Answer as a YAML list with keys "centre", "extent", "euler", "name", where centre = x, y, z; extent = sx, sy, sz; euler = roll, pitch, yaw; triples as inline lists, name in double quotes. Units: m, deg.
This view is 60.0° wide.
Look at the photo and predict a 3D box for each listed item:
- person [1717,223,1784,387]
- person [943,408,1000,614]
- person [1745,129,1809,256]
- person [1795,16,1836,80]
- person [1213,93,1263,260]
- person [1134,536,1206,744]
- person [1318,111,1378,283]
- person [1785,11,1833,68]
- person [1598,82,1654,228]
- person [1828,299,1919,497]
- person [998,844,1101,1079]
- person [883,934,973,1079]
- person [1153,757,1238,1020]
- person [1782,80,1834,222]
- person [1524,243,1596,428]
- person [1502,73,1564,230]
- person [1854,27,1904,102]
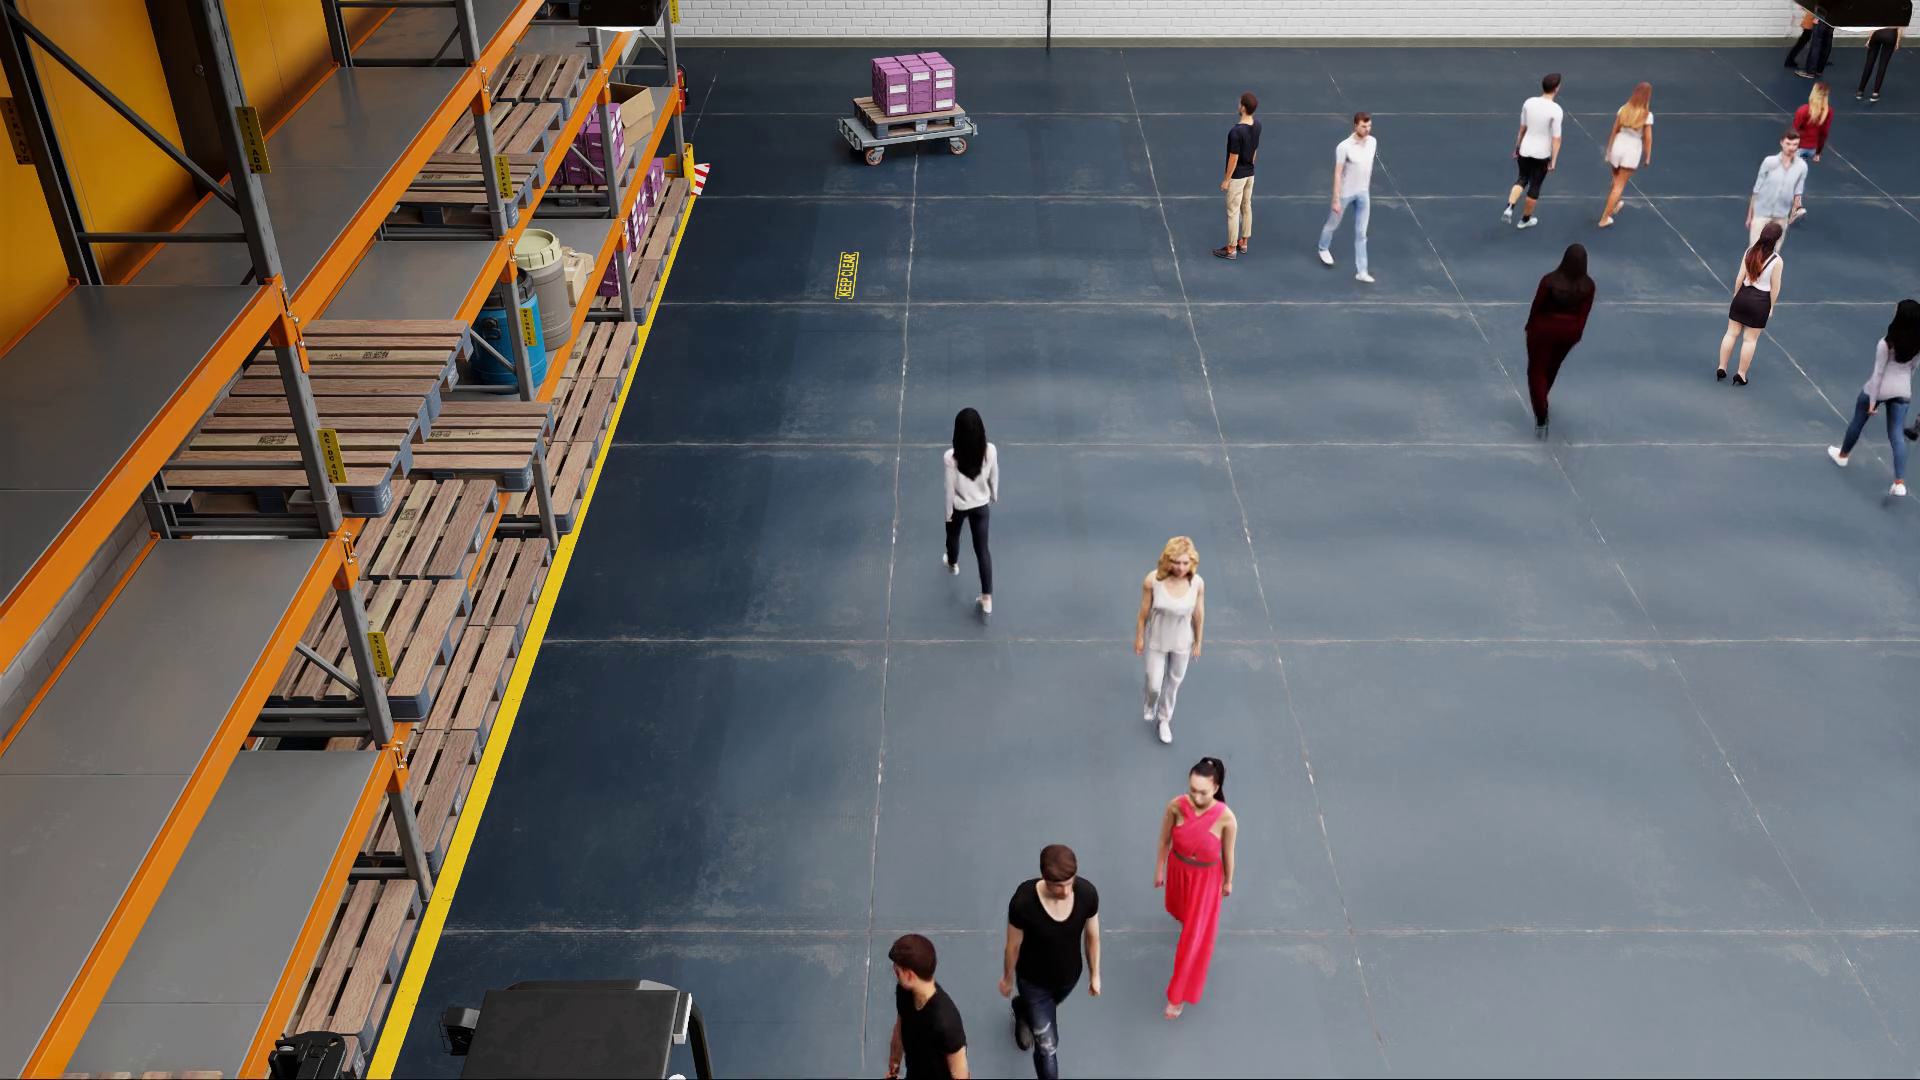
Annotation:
- centre: [7.592, -2.260, 15.954]
  extent: [0.690, 1.649, 0.626]
  euler: [-28, 43, -35]
  name: "person"
- centre: [0.103, -0.207, 12.857]
  extent: [0.880, 1.657, 1.212]
  euler: [-11, 35, -16]
  name: "person"
- centre: [8.564, -3.467, 17.603]
  extent: [0.775, 1.834, 0.945]
  euler: [8, 34, 11]
  name: "person"
- centre: [12.407, -7.542, 23.747]
  extent: [0.748, 1.819, 0.753]
  euler: [-19, 38, -26]
  name: "person"
- centre: [3.116, -4.039, 18.441]
  extent: [0.753, 1.859, 0.692]
  euler: [29, 43, 36]
  name: "person"
- centre: [1.452, 0.635, 11.585]
  extent: [0.605, 1.663, 0.616]
  euler: [0, 34, 1]
  name: "person"
- centre: [4.195, -3.766, 18.081]
  extent: [0.961, 1.802, 1.300]
  euler: [-11, 35, -16]
  name: "person"
- centre: [12.339, -7.622, 23.991]
  extent: [0.854, 1.681, 0.879]
  euler: [-1, 34, -1]
  name: "person"
- centre: [7.625, -4.406, 19.166]
  extent: [1.006, 1.668, 0.949]
  euler: [-29, 43, -36]
  name: "person"
- centre: [8.040, -1.191, 14.305]
  extent: [0.612, 1.694, 1.166]
  euler: [1, 34, 1]
  name: "person"
- centre: [0.453, 2.256, 8.973]
  extent: [0.974, 1.855, 1.338]
  euler: [-10, 35, -15]
  name: "person"
- centre: [-0.076, 2.750, 8.263]
  extent: [0.826, 1.818, 0.936]
  euler: [23, 40, 30]
  name: "person"
- centre: [1.381, 1.904, 9.654]
  extent: [0.911, 1.689, 1.185]
  euler: [15, 36, 21]
  name: "person"
- centre: [9.851, -4.519, 19.388]
  extent: [0.716, 1.610, 1.081]
  euler: [-5, 34, -8]
  name: "person"
- centre: [5.465, -1.844, 15.257]
  extent: [0.669, 1.728, 1.030]
  euler: [0, 34, 1]
  name: "person"
- centre: [6.533, -4.412, 19.023]
  extent: [0.997, 1.835, 0.941]
  euler: [-27, 42, -34]
  name: "person"
- centre: [12.748, -6.911, 22.956]
  extent: [0.628, 1.643, 0.637]
  euler: [17, 37, 24]
  name: "person"
